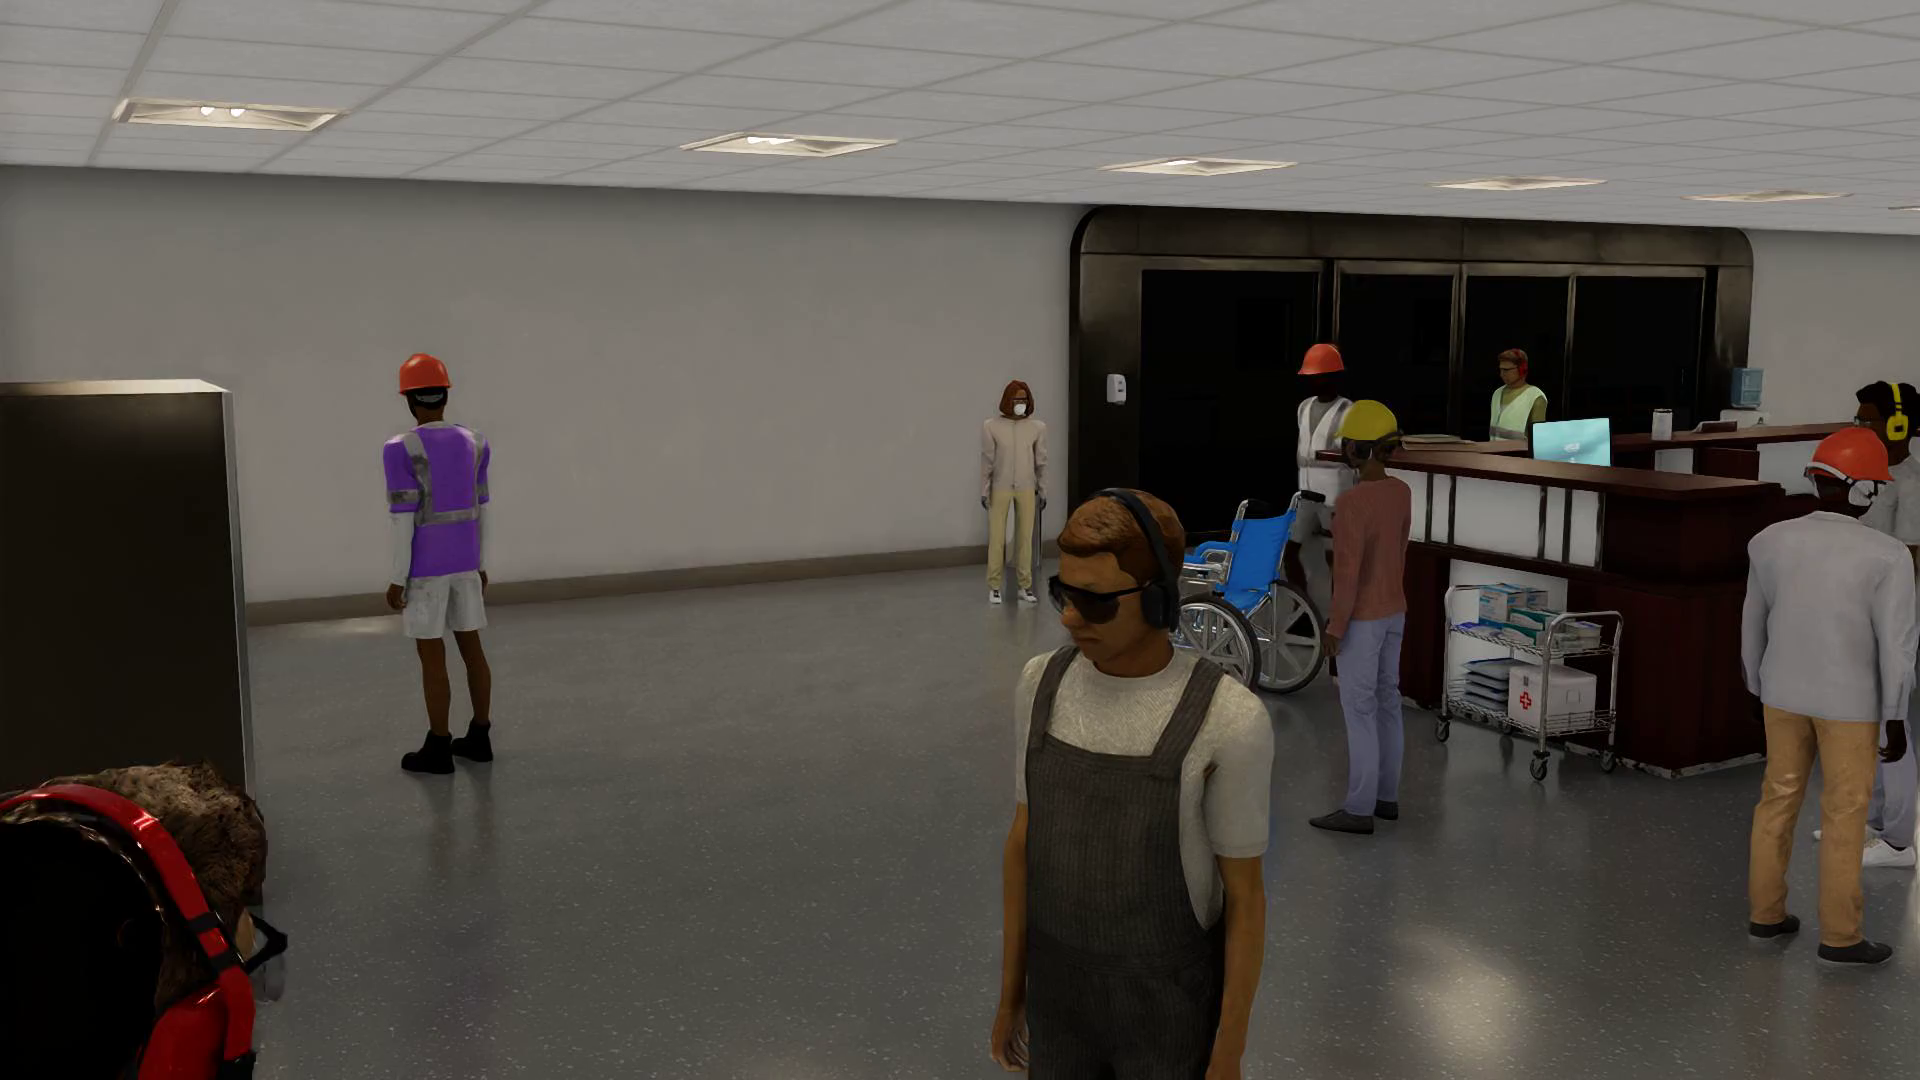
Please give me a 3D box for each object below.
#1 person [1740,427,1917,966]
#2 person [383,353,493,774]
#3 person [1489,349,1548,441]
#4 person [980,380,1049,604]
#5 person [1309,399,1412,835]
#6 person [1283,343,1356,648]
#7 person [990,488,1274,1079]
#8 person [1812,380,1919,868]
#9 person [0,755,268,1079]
[{"bbox_3d":[2.860,0.503,5.468,0.342,1.748,0.573,-4,9,-30],"label":"person"},{"bbox_3d":[-2.422,0.109,7.678,0.381,1.931,0.548,6,10,35],"label":"person"},{"bbox_3d":[4.247,-0.543,12.740,0.390,1.838,0.563,-3,8,-20],"label":"person"},{"bbox_3d":[0.394,-0.344,12.079,0.506,1.628,0.287,-1,8,-10],"label":"person"},{"bbox_3d":[1.652,0.313,6.800,0.304,1.772,0.525,7,10,40],"label":"person"},{"bbox_3d":[2.202,-0.257,10.366,0.610,1.918,0.582,-5,9,-30],"label":"person"},{"bbox_3d":[0.274,0.821,2.853,0.506,1.839,0.343,6,10,36],"label":"person"},{"bbox_3d":[3.542,0.324,6.390,0.333,1.864,0.505,2,8,17],"label":"person"},{"bbox_3d":[-0.587,1.061,1.133,0.584,1.834,0.503,2,8,16],"label":"person"}]
